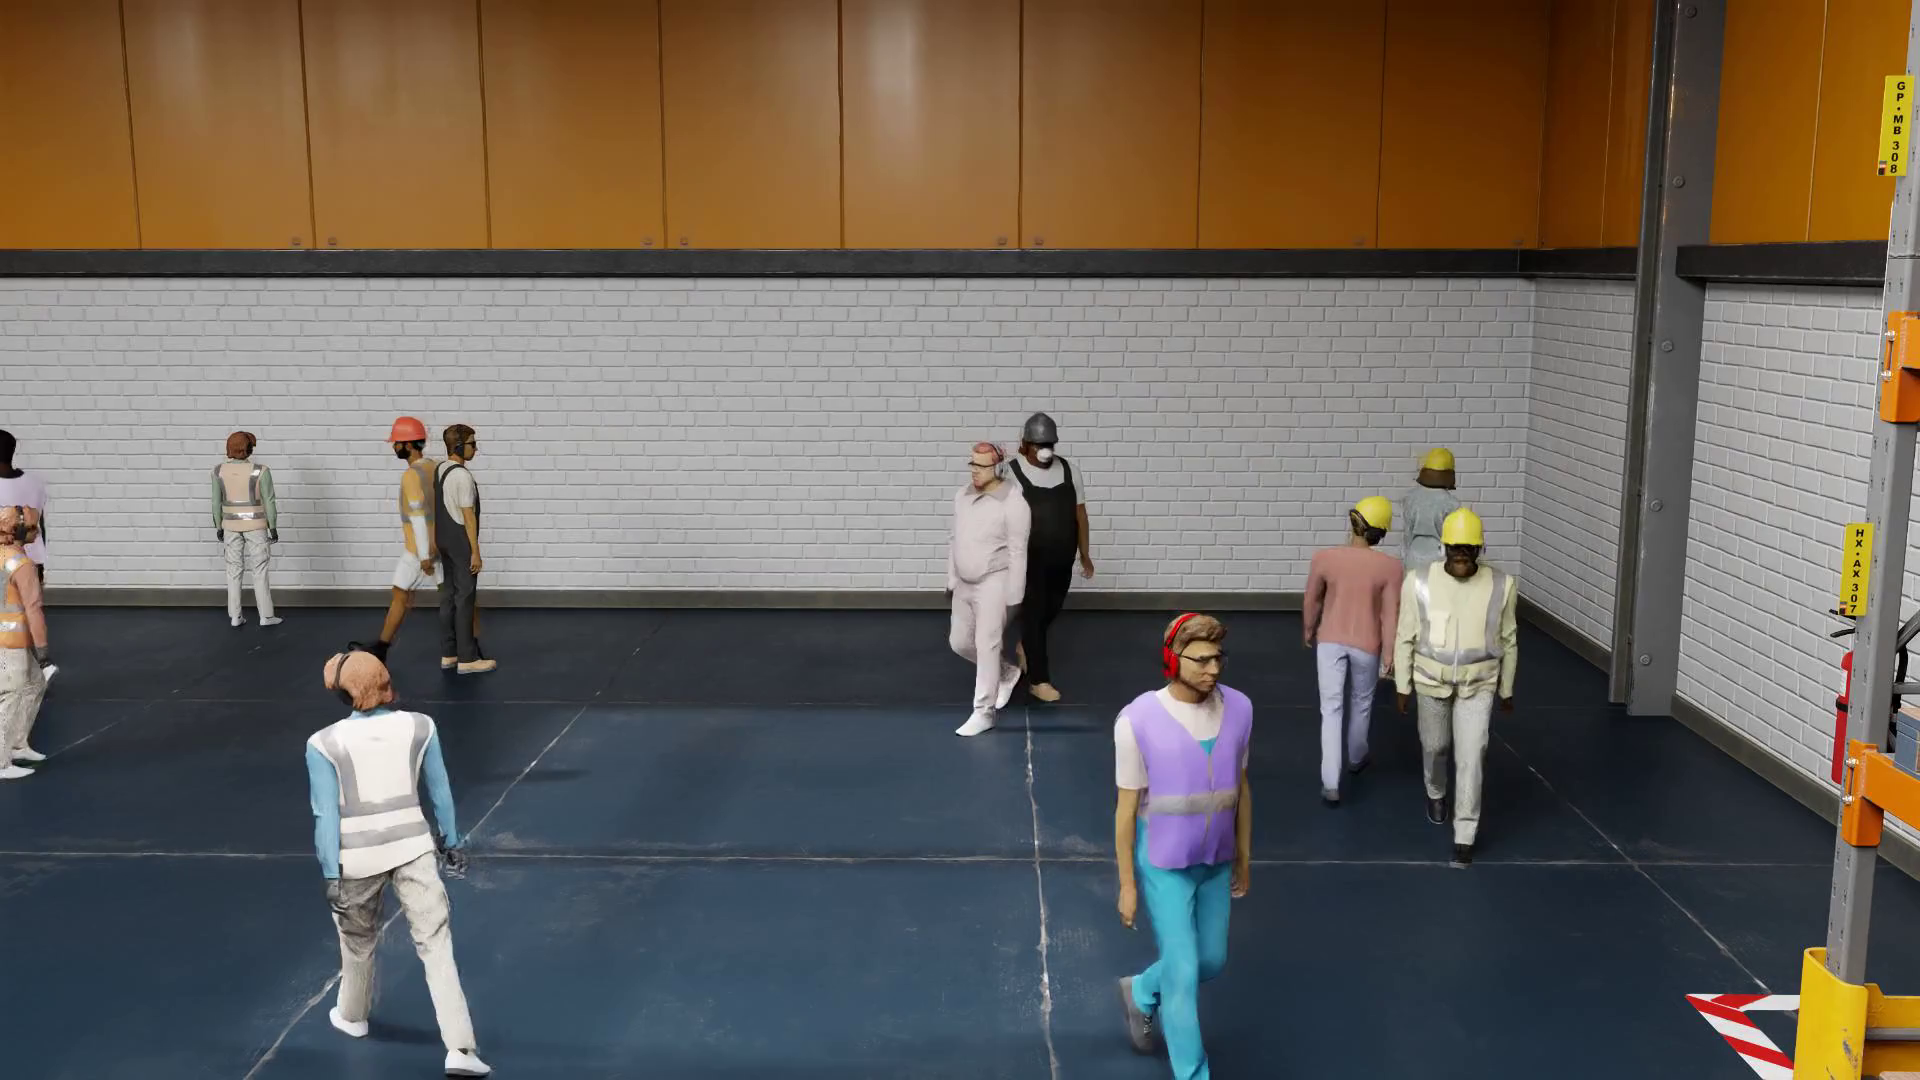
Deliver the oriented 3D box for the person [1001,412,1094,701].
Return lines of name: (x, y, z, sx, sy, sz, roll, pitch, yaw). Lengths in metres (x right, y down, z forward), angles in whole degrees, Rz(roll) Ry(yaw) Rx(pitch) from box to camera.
person: (0.536, 0.045, 11.804, 0.682, 2.000, 0.952, -5, 11, -26)

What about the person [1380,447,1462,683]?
person: (3.366, 0.179, 11.985, 0.486, 1.707, 0.868, 9, 13, 42)

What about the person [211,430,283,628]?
person: (-5.912, -0.084, 13.773, 0.524, 1.639, 0.308, 0, 9, 1)

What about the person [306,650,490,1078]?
person: (-2.114, 1.209, 6.229, 0.552, 1.575, 0.925, -7, 12, -35)

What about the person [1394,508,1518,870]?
person: (2.564, 0.701, 8.631, 0.606, 1.796, 0.906, 3, 10, 18)

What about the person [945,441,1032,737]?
person: (0.194, 0.295, 10.734, 0.640, 1.891, 0.660, -8, 13, -41)

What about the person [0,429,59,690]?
person: (-6.424, 0.190, 11.342, 0.512, 1.902, 0.596, 3, 10, 15)

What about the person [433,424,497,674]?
person: (-3.698, 0.062, 12.294, 0.324, 1.842, 0.514, -9, 13, -42)

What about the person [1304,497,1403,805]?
person: (2.223, 0.598, 9.452, 0.543, 1.697, 0.873, 3, 10, 15)

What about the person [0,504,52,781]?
person: (-5.536, 0.601, 9.743, 0.525, 1.612, 0.499, 9, 13, 42)

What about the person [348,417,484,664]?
person: (-4.073, 0.017, 12.442, 1.007, 1.881, 0.553, 1, 10, 7)

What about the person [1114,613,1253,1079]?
person: (0.776, 1.137, 5.919, 0.586, 1.820, 0.782, -6, 11, -30)
